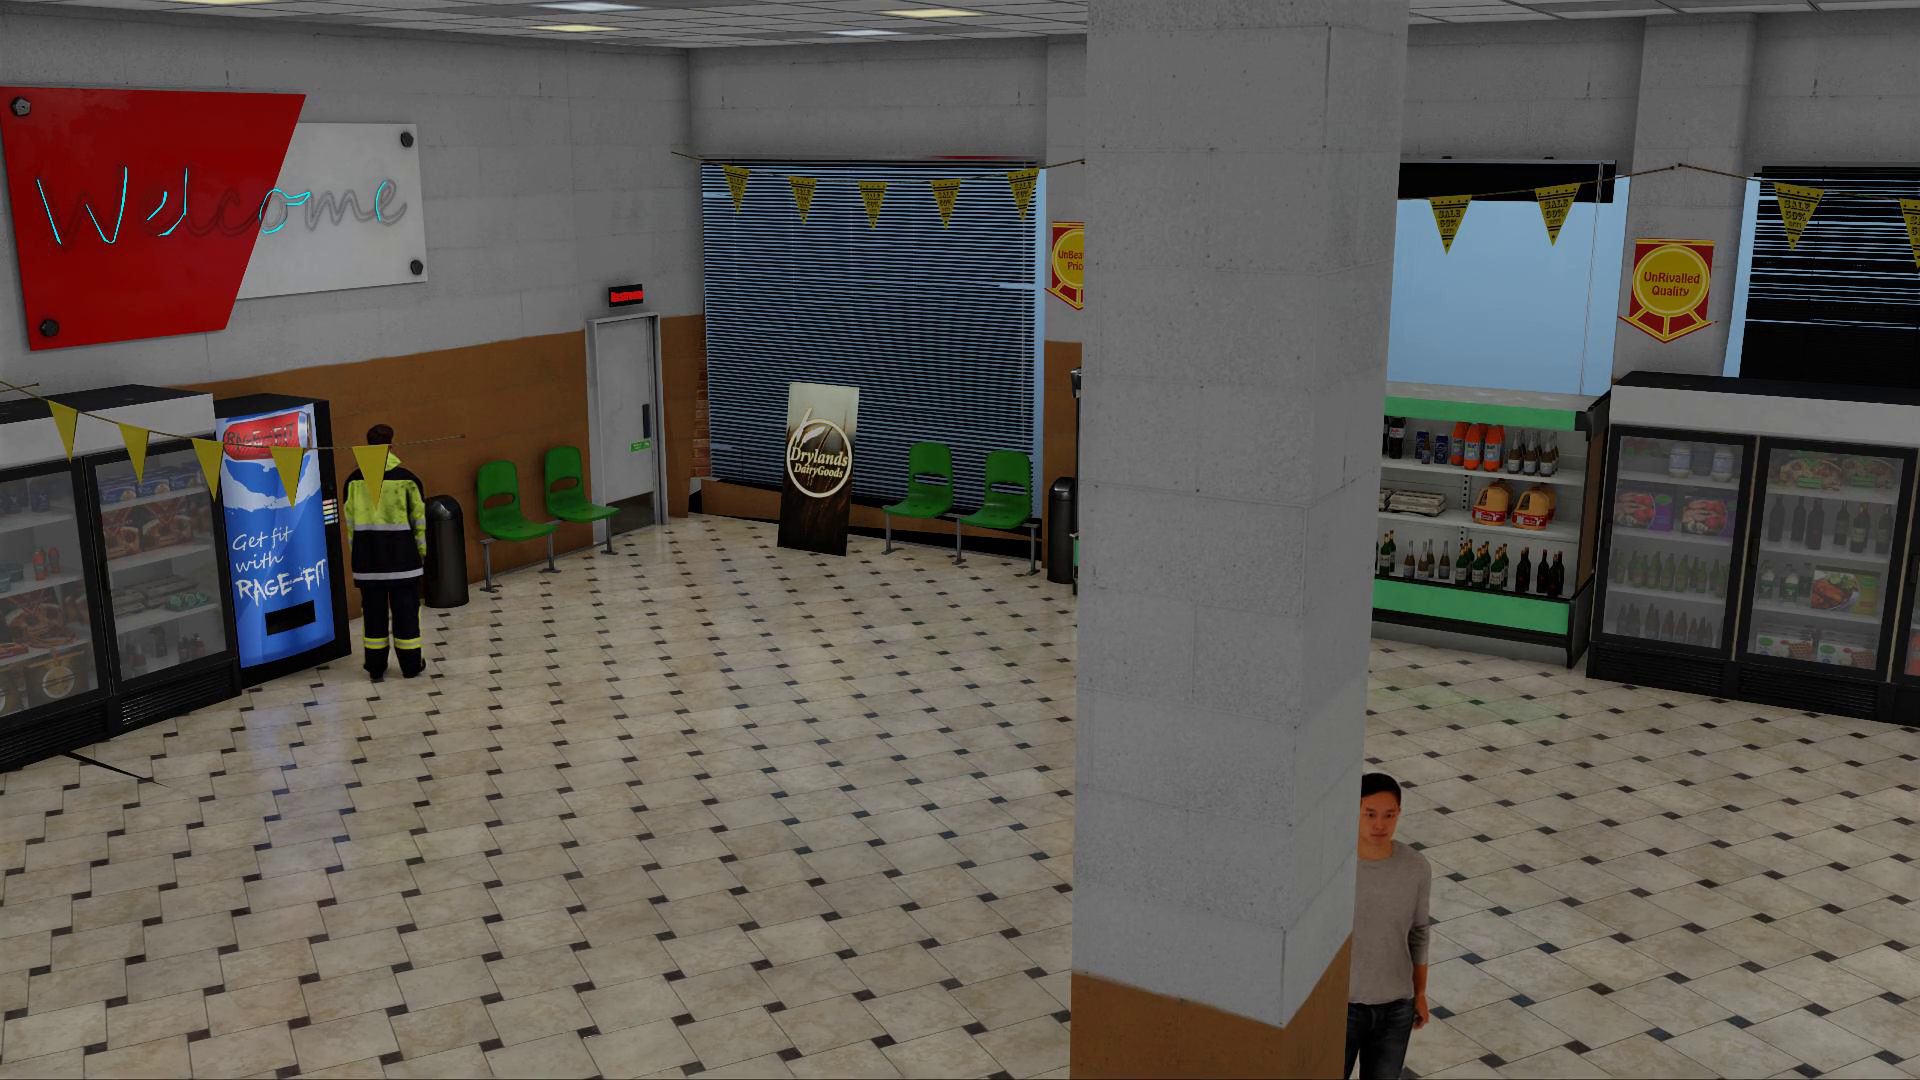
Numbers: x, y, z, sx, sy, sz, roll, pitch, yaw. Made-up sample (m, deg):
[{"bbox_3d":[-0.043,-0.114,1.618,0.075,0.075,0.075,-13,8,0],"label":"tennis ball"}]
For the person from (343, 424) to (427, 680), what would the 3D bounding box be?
[{"bbox_3d":[-4.440,0.083,12.853,0.831,1.981,0.919,-2,14,-9],"label":"person"}]

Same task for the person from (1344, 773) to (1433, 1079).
[{"bbox_3d":[1.548,1.737,6.395,0.662,1.811,0.800,0,14,1],"label":"person"}]
